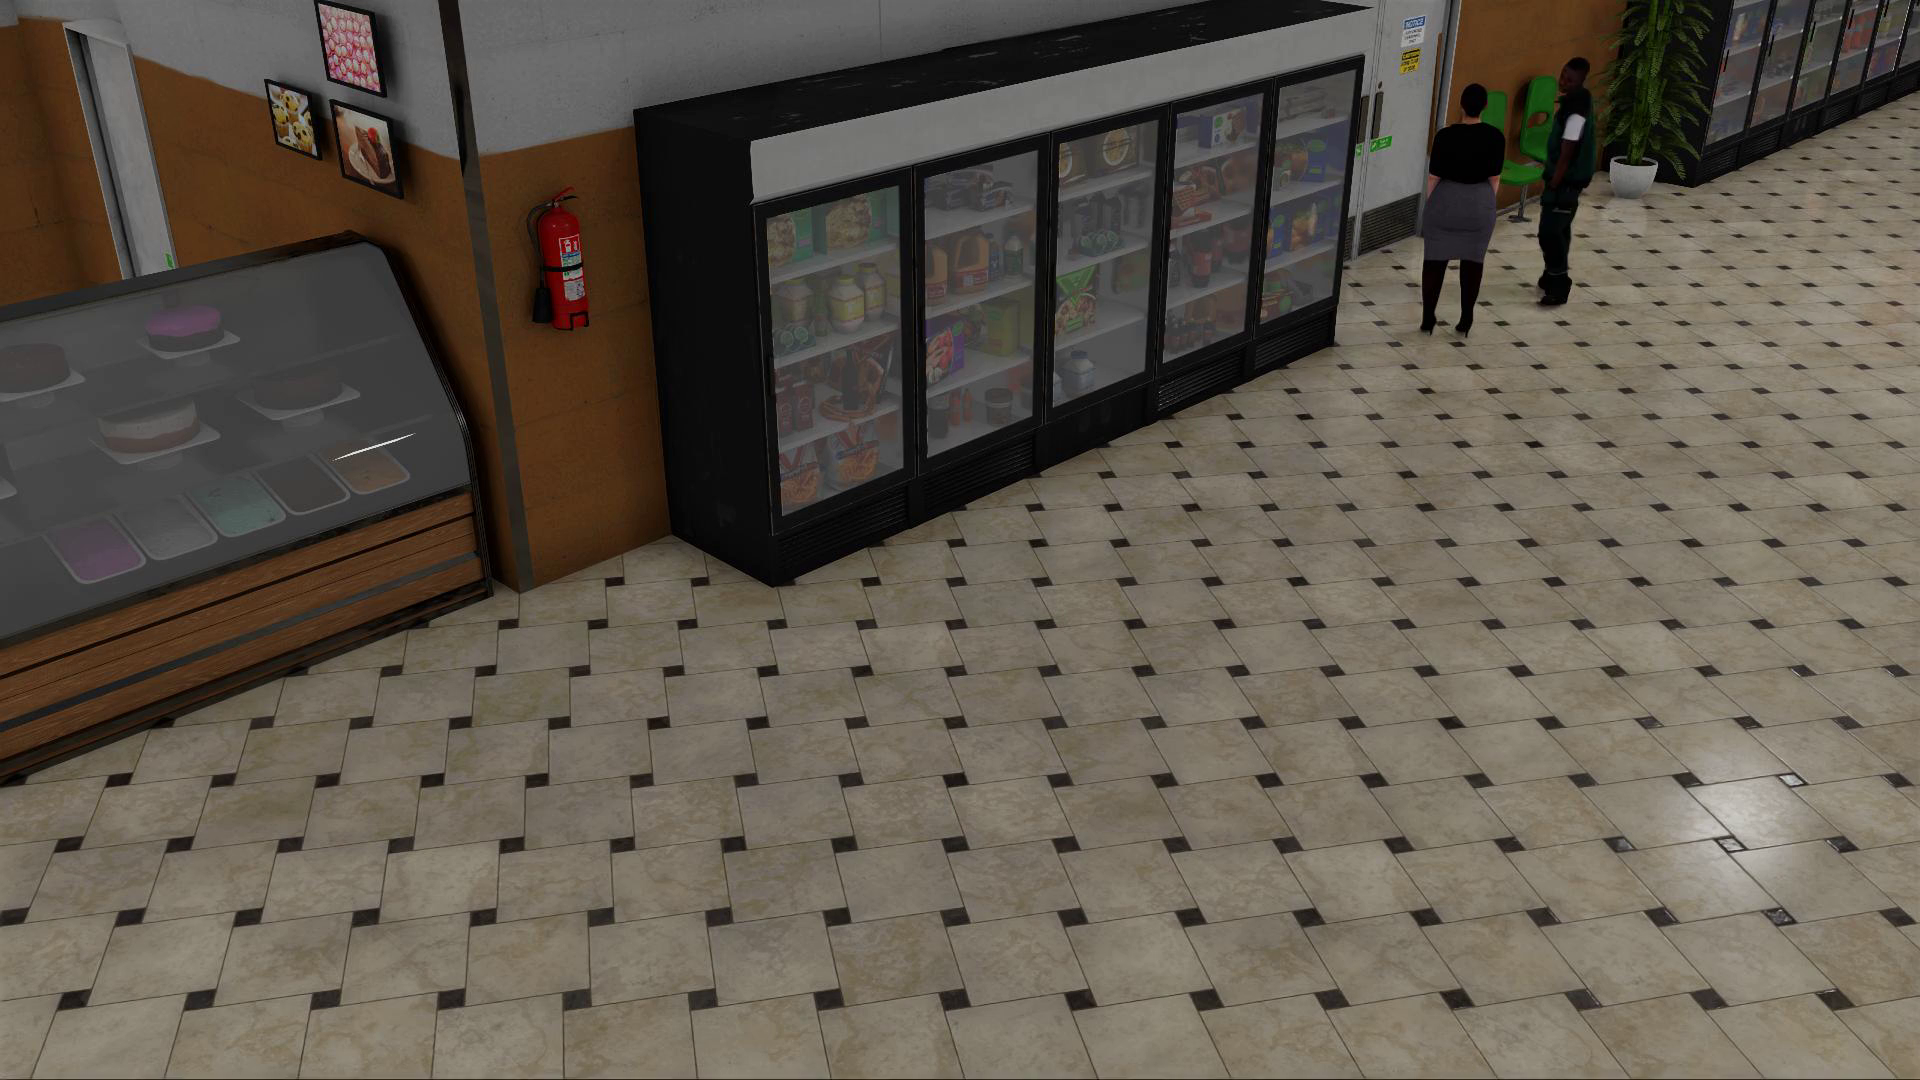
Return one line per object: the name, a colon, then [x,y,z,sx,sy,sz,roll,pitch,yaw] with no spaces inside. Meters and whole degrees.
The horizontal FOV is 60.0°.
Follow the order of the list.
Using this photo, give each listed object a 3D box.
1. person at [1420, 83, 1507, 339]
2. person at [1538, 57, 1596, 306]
person: [3.492,-2.282,11.586,0.737,1.756,0.831,6,27,11]
person: [4.492,-2.670,12.286,0.762,1.815,0.879,20,33,34]
